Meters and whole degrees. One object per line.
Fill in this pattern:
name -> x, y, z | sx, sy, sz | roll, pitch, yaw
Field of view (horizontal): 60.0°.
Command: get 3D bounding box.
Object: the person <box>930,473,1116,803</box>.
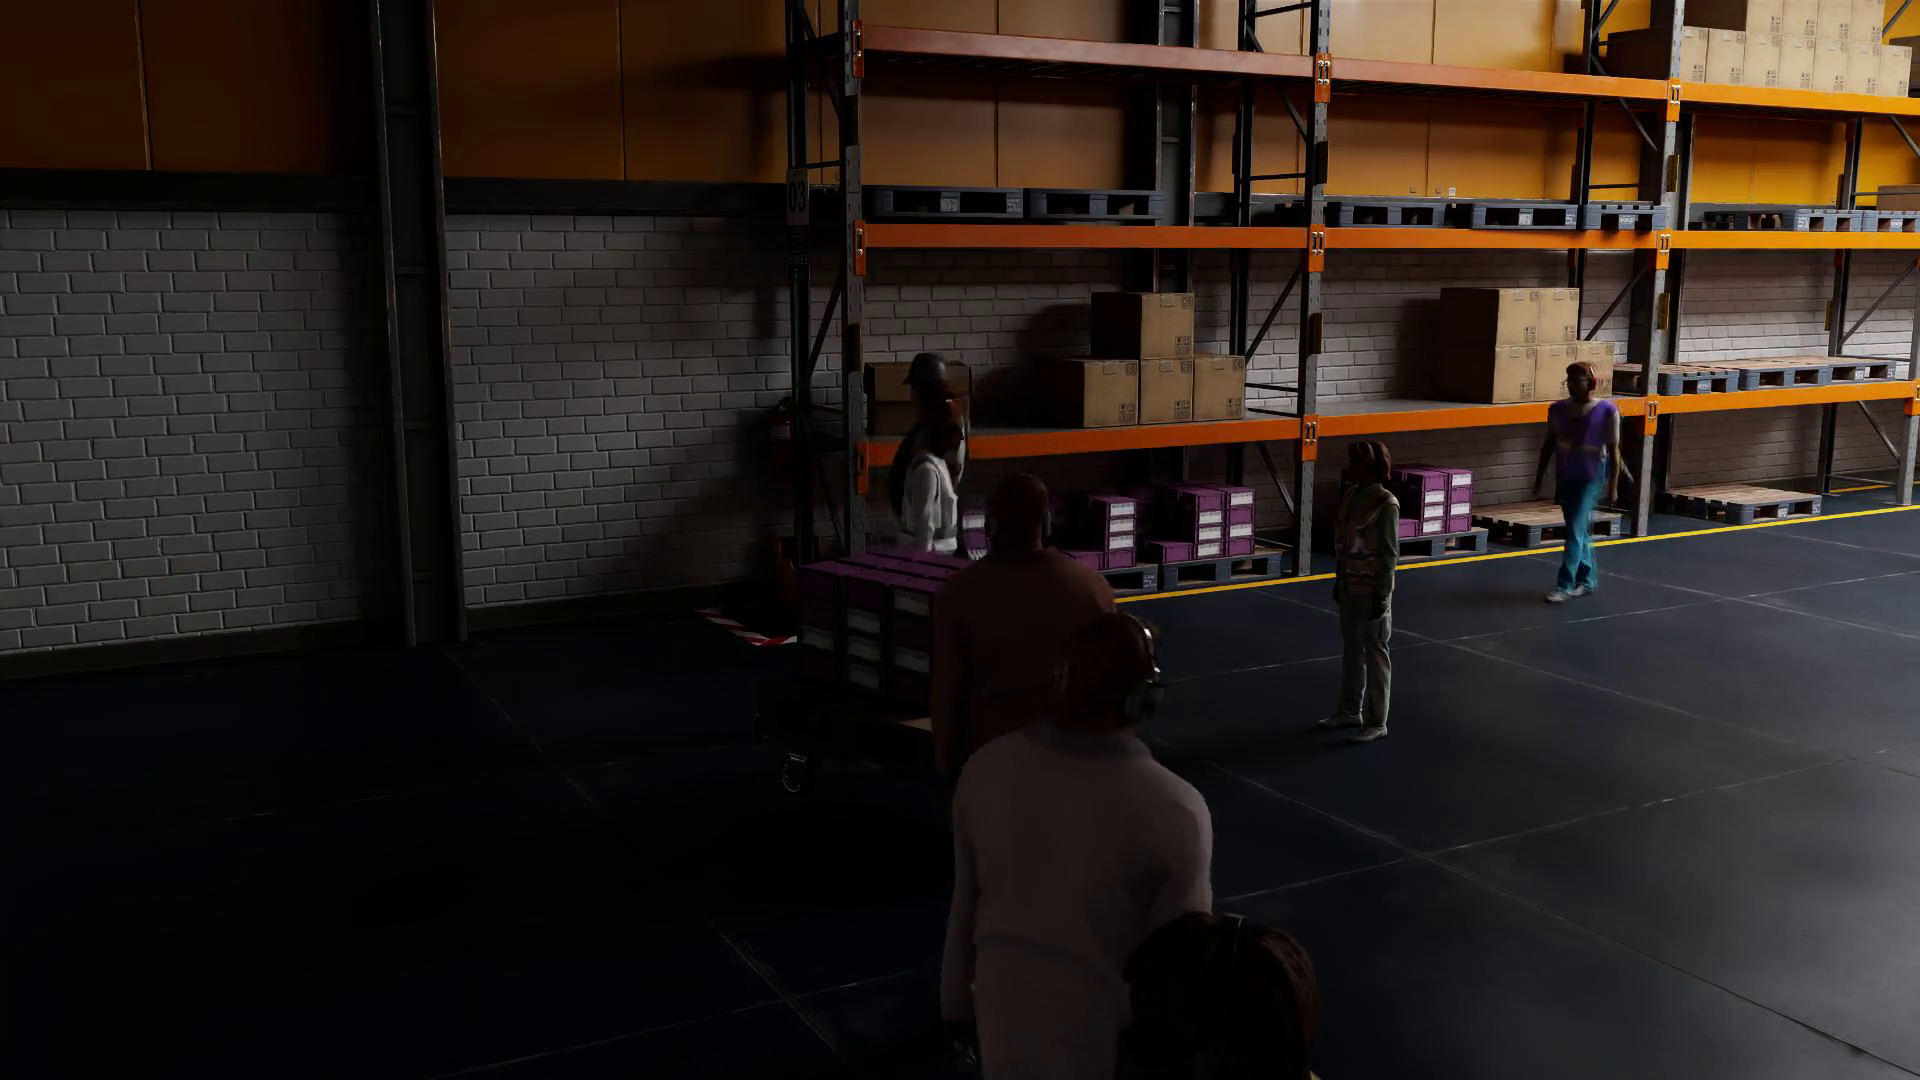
person -> 0.205, 0.717, 5.706 | 0.651, 1.904, 0.403 | -2, 10, -14

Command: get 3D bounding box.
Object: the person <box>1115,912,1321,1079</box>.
person -> 0.333, 1.365, 2.160 | 0.430, 1.843, 0.625 | 2, 10, 10

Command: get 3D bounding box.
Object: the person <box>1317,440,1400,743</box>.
person -> 2.194, 0.272, 9.032 | 0.307, 1.641, 0.513 | -3, 10, -17

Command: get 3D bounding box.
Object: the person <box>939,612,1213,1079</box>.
person -> 0.204, 1.098, 3.604 | 0.712, 1.877, 0.613 | 6, 12, 32

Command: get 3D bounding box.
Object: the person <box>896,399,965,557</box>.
person -> -0.269, 0.140, 9.184 | 0.738, 1.859, 0.622 | 1, 10, 4

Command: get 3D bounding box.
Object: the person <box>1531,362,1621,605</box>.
person -> 4.575, -0.423, 12.517 | 0.840, 1.809, 0.581 | -7, 12, -34

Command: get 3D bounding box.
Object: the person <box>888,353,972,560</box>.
person -> -0.240, -0.264, 10.964 | 0.983, 2.000, 0.692 | 1, 10, 3
